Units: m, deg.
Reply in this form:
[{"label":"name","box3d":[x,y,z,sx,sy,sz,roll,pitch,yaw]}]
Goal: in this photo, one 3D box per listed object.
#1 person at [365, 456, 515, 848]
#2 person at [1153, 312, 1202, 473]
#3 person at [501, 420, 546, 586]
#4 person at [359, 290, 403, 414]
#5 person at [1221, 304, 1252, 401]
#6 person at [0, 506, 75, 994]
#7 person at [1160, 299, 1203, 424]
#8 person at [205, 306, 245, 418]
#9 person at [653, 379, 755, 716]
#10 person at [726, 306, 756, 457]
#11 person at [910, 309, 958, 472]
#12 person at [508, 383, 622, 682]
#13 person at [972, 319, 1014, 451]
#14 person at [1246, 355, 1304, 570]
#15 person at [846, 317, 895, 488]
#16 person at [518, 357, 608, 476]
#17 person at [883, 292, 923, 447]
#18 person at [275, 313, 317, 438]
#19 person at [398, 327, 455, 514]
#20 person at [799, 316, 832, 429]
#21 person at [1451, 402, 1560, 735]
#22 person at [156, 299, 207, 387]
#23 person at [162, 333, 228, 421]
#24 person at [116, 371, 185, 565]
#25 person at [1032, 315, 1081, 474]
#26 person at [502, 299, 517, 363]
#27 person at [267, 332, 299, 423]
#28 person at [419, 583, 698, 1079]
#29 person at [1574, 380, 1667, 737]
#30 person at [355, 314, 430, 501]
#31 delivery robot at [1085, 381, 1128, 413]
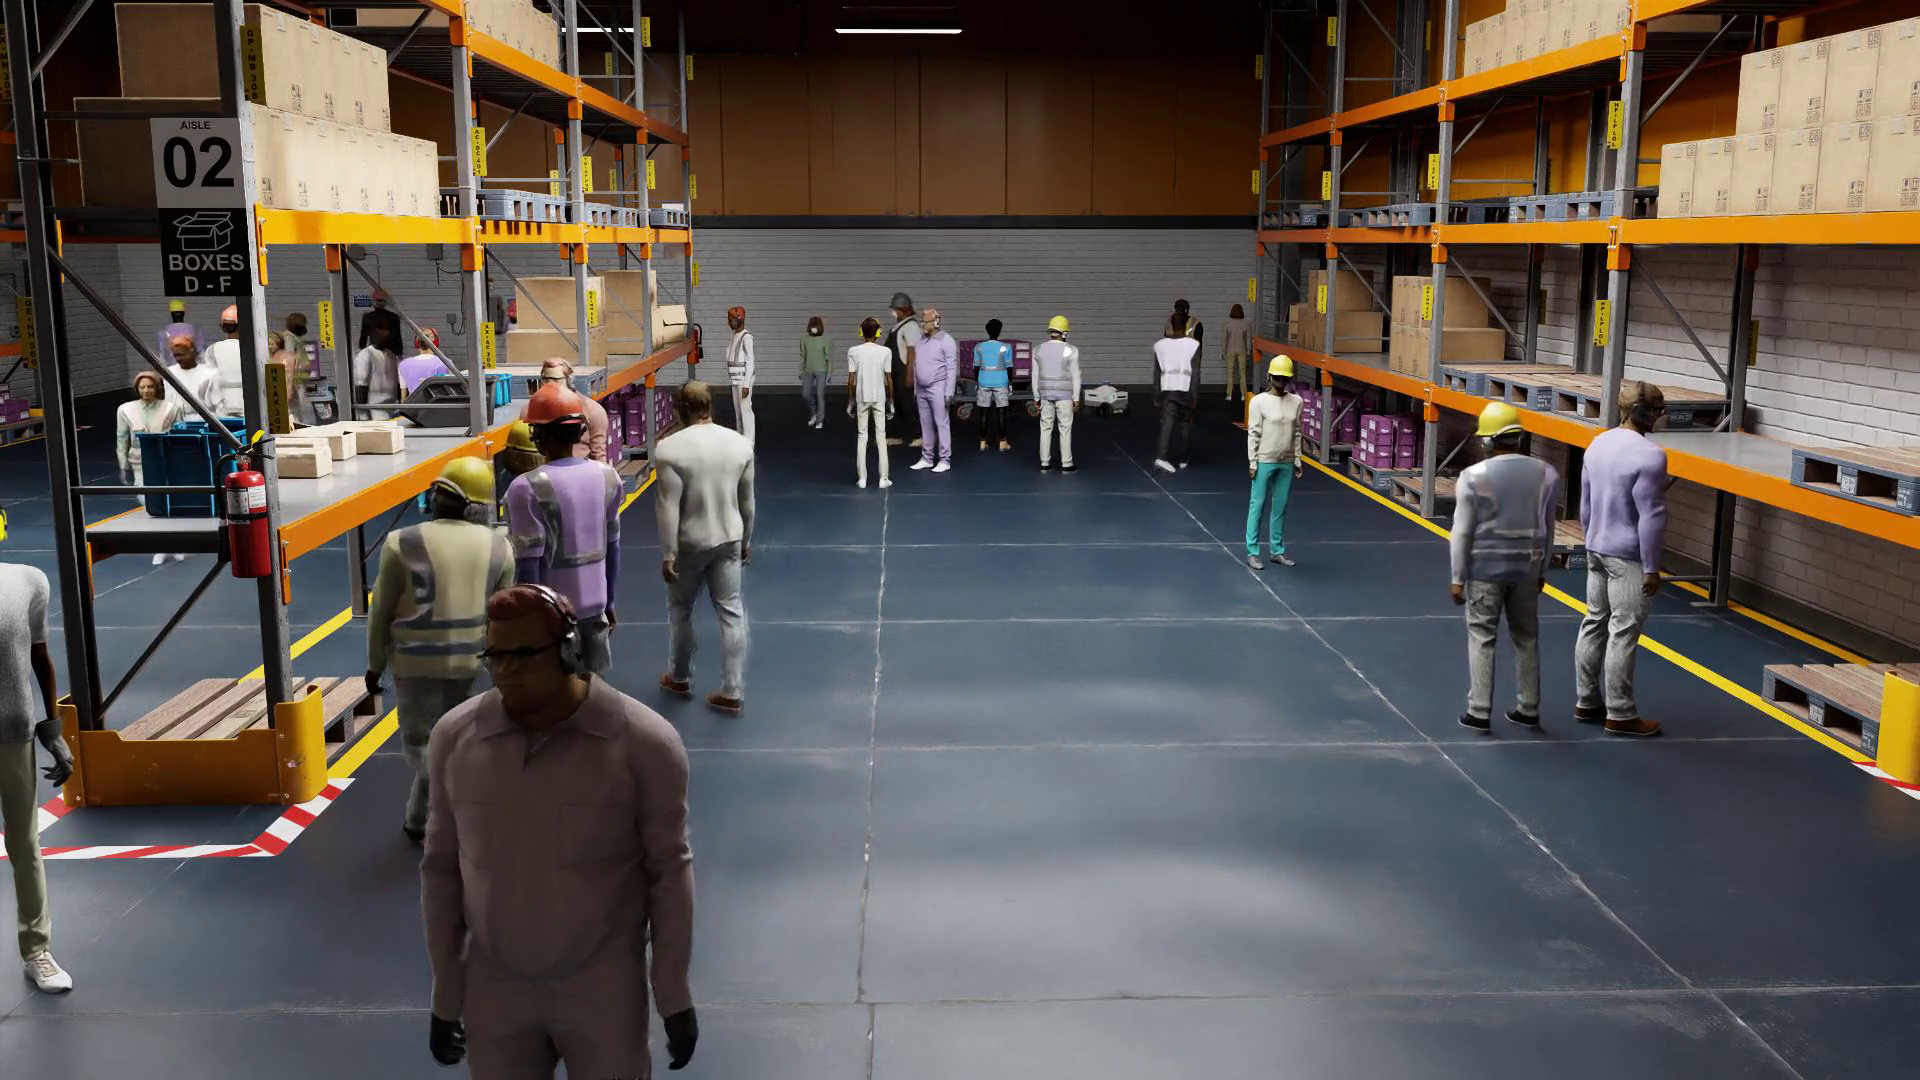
[{"label":"person","box3d":[-2.233,0.522,7.204,0.792,1.767,0.595,10,14,43]},{"label":"person","box3d":[2.524,-1.728,19.485,0.590,1.868,0.936,4,11,23]},{"label":"person","box3d":[-2.288,0.226,8.920,0.297,1.744,0.487,3,11,18]},{"label":"person","box3d":[-8.994,-2.938,25.992,0.985,1.954,0.611,8,13,39]},{"label":"person","box3d":[4.670,-3.165,28.112,0.499,1.633,0.285,1,10,8]},{"label":"person","box3d":[-3.404,0.716,5.830,0.521,1.873,0.328,-9,13,-40]},{"label":"person","box3d":[3.238,-2.612,24.453,0.619,1.845,0.430,6,12,32]},{"label":"person","box3d":[-7.256,-1.337,16.797,0.607,2.041,0.385,1,10,7]},{"label":"person","box3d":[-1.513,0.024,9.596,0.663,1.899,0.909,-7,12,-35]},{"label":"person","box3d":[-2.730,-1.956,20.674,0.355,1.887,0.573,-5,11,-25]},{"label":"person","box3d":[-0.332,-1.744,19.443,0.403,1.904,0.652,-10,14,-43]},{"label":"person","box3d":[-1.823,0.302,7.651,0.372,2.046,0.607,7,12,34]},{"label":"person","box3d":[0.432,-1.988,21.377,0.542,1.695,0.316,3,11,17]},{"label":"person","box3d":[2.601,-0.640,13.686,0.526,1.765,0.329,-5,11,-24]},{"label":"person","box3d":[-0.977,-1.498,18.173,0.534,1.868,0.309,0,10,1]},{"label":"person","box3d":[-2.751,-0.315,11.509,0.635,1.899,0.398,1,10,6]},{"label":"person","box3d":[-0.767,-2.243,21.845,0.577,2.000,0.688,-3,11,-16]},{"label":"person","box3d":[-8.271,-1.938,20.846,0.851,1.790,0.689,-3,11,-15]},{"label":"person","box3d":[-5.217,-1.166,16.392,0.563,1.843,0.390,0,10,-2]},{"label":"person","box3d":[-2.082,-2.402,23.894,0.518,1.617,0.344,3,11,15]},{"label":"person","box3d":[2.959,0.156,9.107,0.591,1.820,0.404,-1,10,-7]},{"label":"person","box3d":[-10.426,-2.264,22.298,0.611,1.912,0.500,-6,12,-31]},{"label":"person","box3d":[-7.024,-0.990,15.376,0.610,1.856,0.541,1,10,8]},{"label":"person","box3d":[-6.679,-0.590,13.784,0.528,1.623,0.378,-3,11,-15]},{"label":"person","box3d":[1.128,-1.677,19.271,0.594,1.832,0.403,5,11,25]},{"label":"person","box3d":[-6.241,-2.424,23.281,0.624,1.885,0.405,7,12,33]},{"label":"person","box3d":[-8.123,-1.648,19.737,0.508,1.608,0.725,3,11,17]},{"label":"person","box3d":[-0.957,1.039,3.965,0.691,1.899,0.399,1,10,6]},{"label":"person","box3d":[3.620,0.098,9.095,0.372,1.936,0.629,-2,10,-12]},{"label":"person","box3d":[-5.840,-1.352,17.171,0.873,1.927,0.621,1,10,8]},{"label":"delivery robot","box3d":[2.223,-2.174,25.338,0.477,0.478,0.707,-8,13,-37]}]
